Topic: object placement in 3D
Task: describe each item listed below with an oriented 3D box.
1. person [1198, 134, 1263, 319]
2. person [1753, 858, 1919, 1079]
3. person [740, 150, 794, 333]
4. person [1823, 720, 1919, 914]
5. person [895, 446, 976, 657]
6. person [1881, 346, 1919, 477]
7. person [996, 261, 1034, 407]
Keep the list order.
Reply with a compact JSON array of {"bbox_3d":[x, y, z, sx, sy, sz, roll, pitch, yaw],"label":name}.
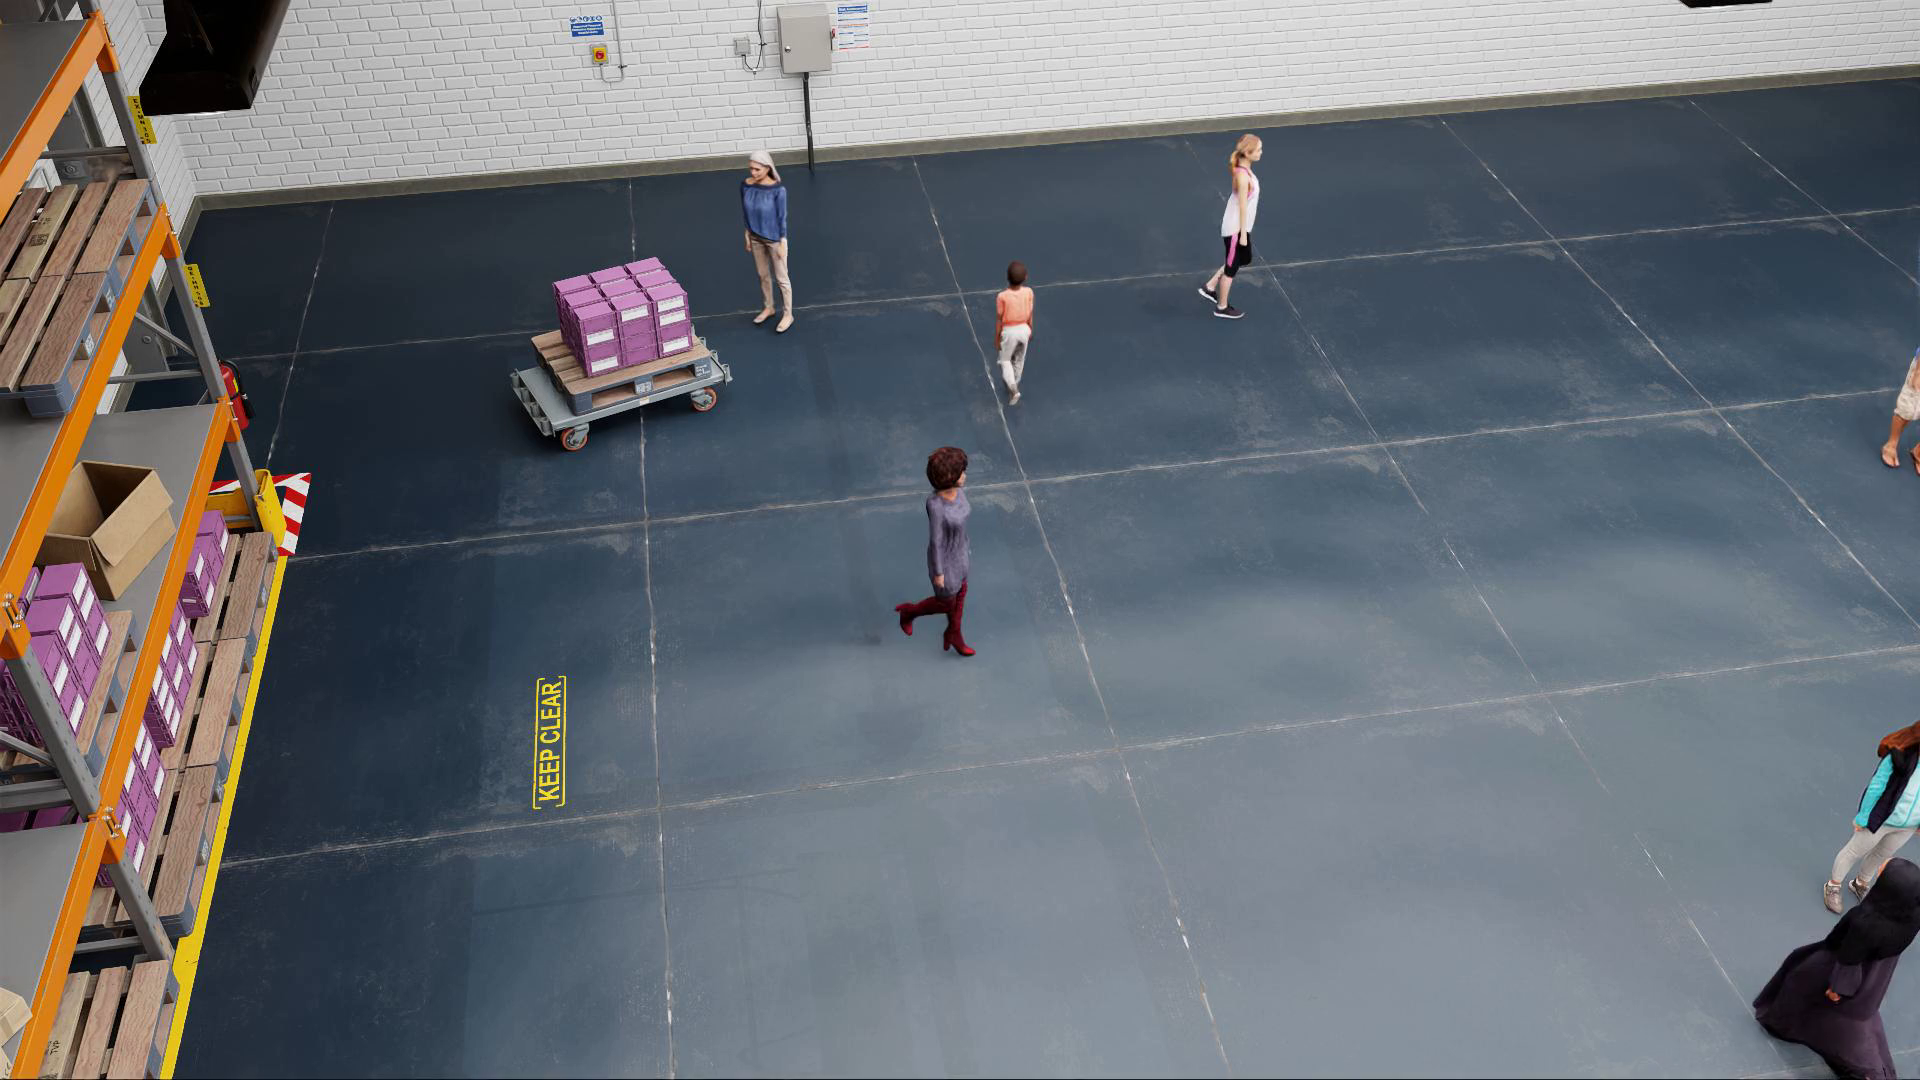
[{"bbox_3d":[2.355,-2.761,14.723,0.775,1.777,0.714,6,39,8],"label":"person"},{"bbox_3d":[4.692,2.253,8.596,0.702,1.587,1.092,-12,40,-15],"label":"person"},{"bbox_3d":[-1.689,-2.659,14.658,0.714,1.699,0.749,18,42,21],"label":"person"},{"bbox_3d":[5.343,1.564,9.530,0.612,1.499,0.618,-1,39,-1],"label":"person"},{"bbox_3d":[-0.152,0.105,11.198,0.909,1.696,0.881,17,42,20],"label":"person"},{"bbox_3d":[7.600,-1.405,12.977,0.769,1.836,0.822,10,40,12],"label":"person"},{"bbox_3d":[0.463,-1.694,13.769,0.507,1.300,0.734,-9,39,-11],"label":"person"}]
